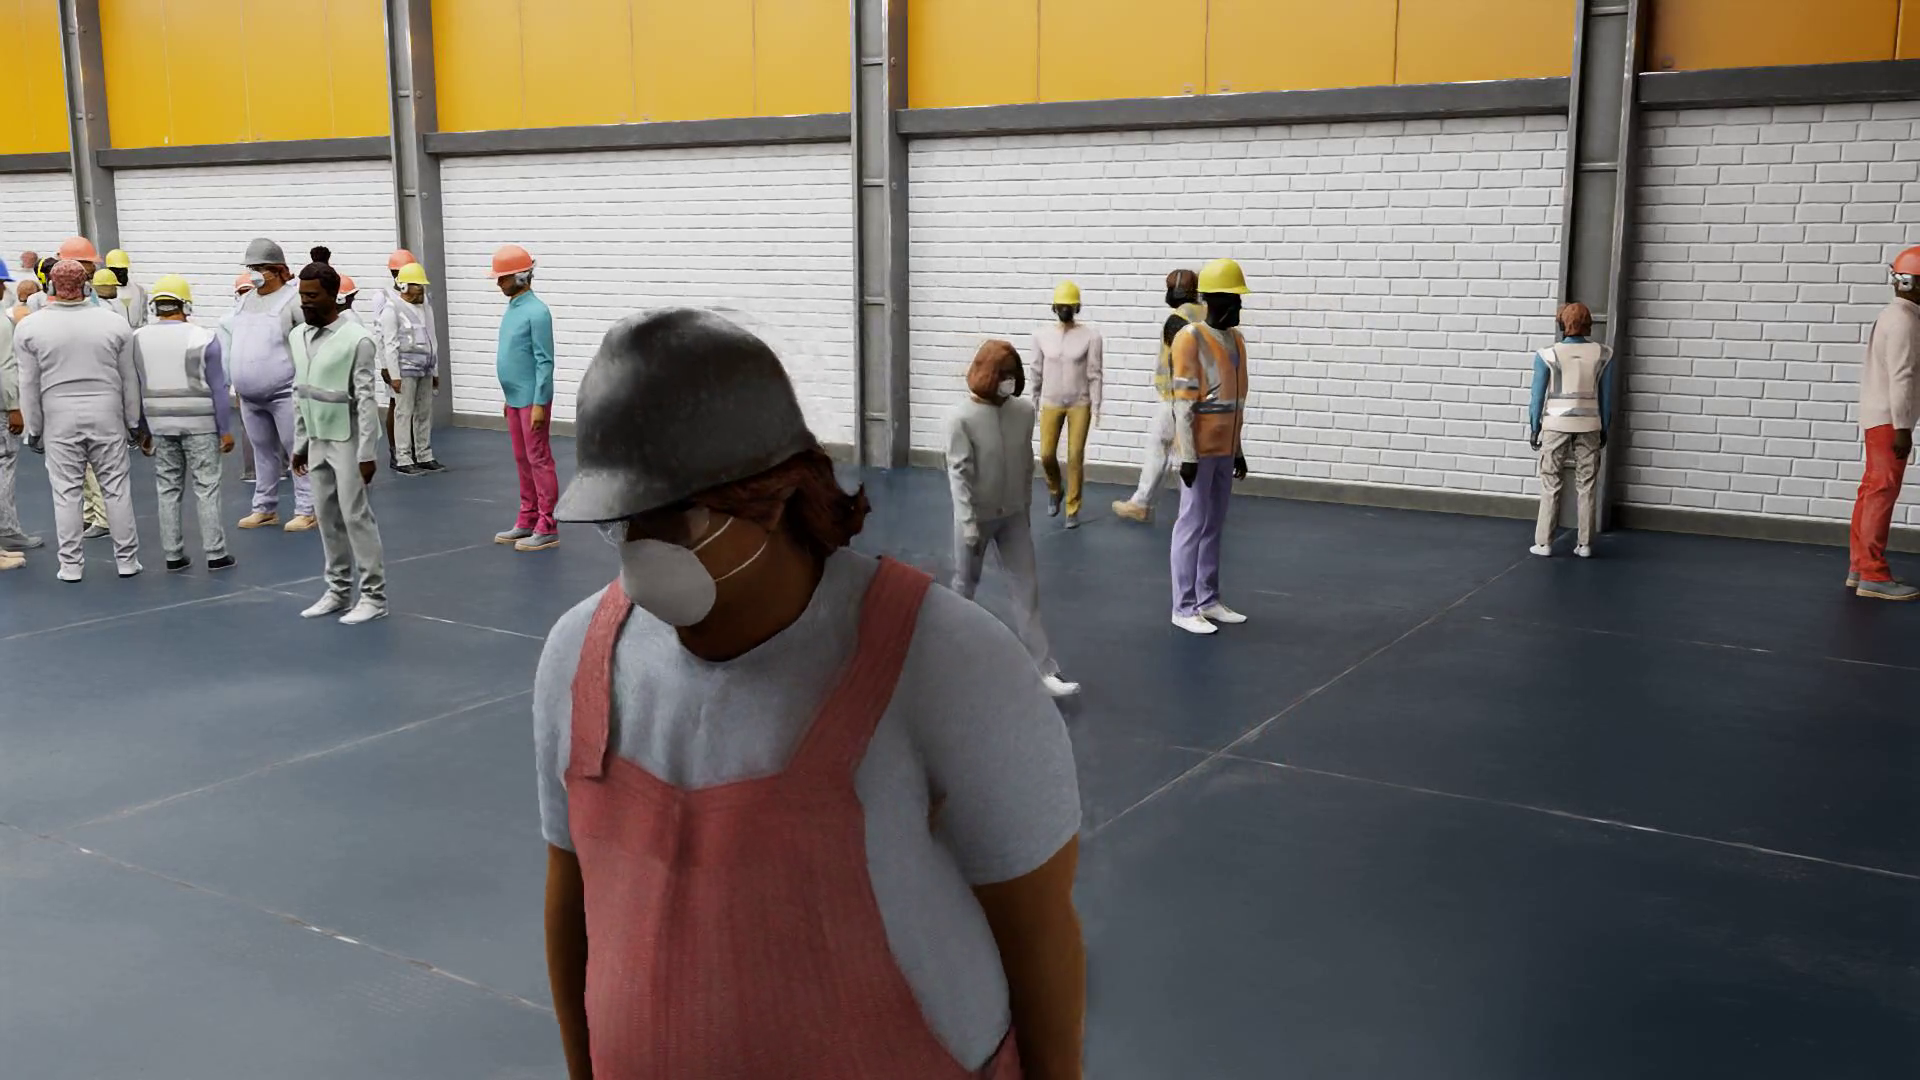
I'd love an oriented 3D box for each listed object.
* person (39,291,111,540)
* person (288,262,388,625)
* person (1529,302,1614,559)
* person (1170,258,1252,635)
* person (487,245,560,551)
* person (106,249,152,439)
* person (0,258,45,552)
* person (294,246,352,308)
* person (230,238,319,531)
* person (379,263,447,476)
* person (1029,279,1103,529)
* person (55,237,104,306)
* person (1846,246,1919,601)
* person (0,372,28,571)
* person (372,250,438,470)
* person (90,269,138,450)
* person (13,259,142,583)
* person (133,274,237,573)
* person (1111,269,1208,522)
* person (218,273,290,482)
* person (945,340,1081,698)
[{"bbox_3d":[-5.999,-0.881,11.307,0.335,1.749,0.575,-9,13,-40],"label":"person"},{"bbox_3d":[-3.294,-0.509,8.830,0.597,1.911,0.396,6,12,32],"label":"person"},{"bbox_3d":[3.880,-0.689,10.587,0.514,1.634,0.313,1,10,5],"label":"person"},{"bbox_3d":[1.318,-0.488,8.647,0.377,1.929,0.585,8,13,39],"label":"person"},{"bbox_3d":[-2.862,-0.925,10.909,0.393,1.985,0.611,-7,12,-35],"label":"person"},{"bbox_3d":[-8.444,-1.961,16.809,0.386,1.928,0.589,8,13,36],"label":"person"},{"bbox_3d":[-6.296,-0.887,10.837,0.605,1.939,0.413,7,12,34],"label":"person"},{"bbox_3d":[-6.811,-2.169,17.874,0.602,1.959,0.379,-2,10,-10],"label":"person"},{"bbox_3d":[-4.797,-1.073,11.574,0.673,2.000,0.535,4,11,19],"label":"person"},{"bbox_3d":[-4.708,-1.463,14.344,0.403,1.824,0.593,4,11,21],"label":"person"},{"bbox_3d":[0.747,-0.954,11.725,0.534,1.756,0.447,2,10,12],"label":"person"},{"bbox_3d":[-6.969,-1.380,13.279,0.381,2.041,0.611,-1,10,-5],"label":"person"},{"bbox_3d":[5.326,-0.665,9.463,0.392,1.988,0.609,4,11,21],"label":"person"},{"bbox_3d":[-5.989,-0.716,10.174,0.351,1.837,0.511,-7,12,-35],"label":"person"},{"bbox_3d":[-4.901,-1.591,14.742,0.365,1.936,0.545,7,12,34],"label":"person"},{"bbox_3d":[-8.230,-1.741,16.100,0.324,1.743,0.490,-10,14,-44],"label":"person"},{"bbox_3d":[-5.206,-0.699,9.877,0.643,1.909,0.410,-6,12,-30],"label":"person"},{"bbox_3d":[-4.716,-0.692,10.091,0.592,1.819,0.404,0,10,0],"label":"person"},{"bbox_3d":[1.494,-1.019,11.904,0.866,1.806,0.661,6,12,31],"label":"person"},{"bbox_3d":[-5.920,-1.359,13.983,0.561,1.742,0.337,-7,13,-35],"label":"person"},{"bbox_3d":[0.170,-0.086,7.357,0.505,1.585,0.813,-6,12,-32],"label":"person"}]
